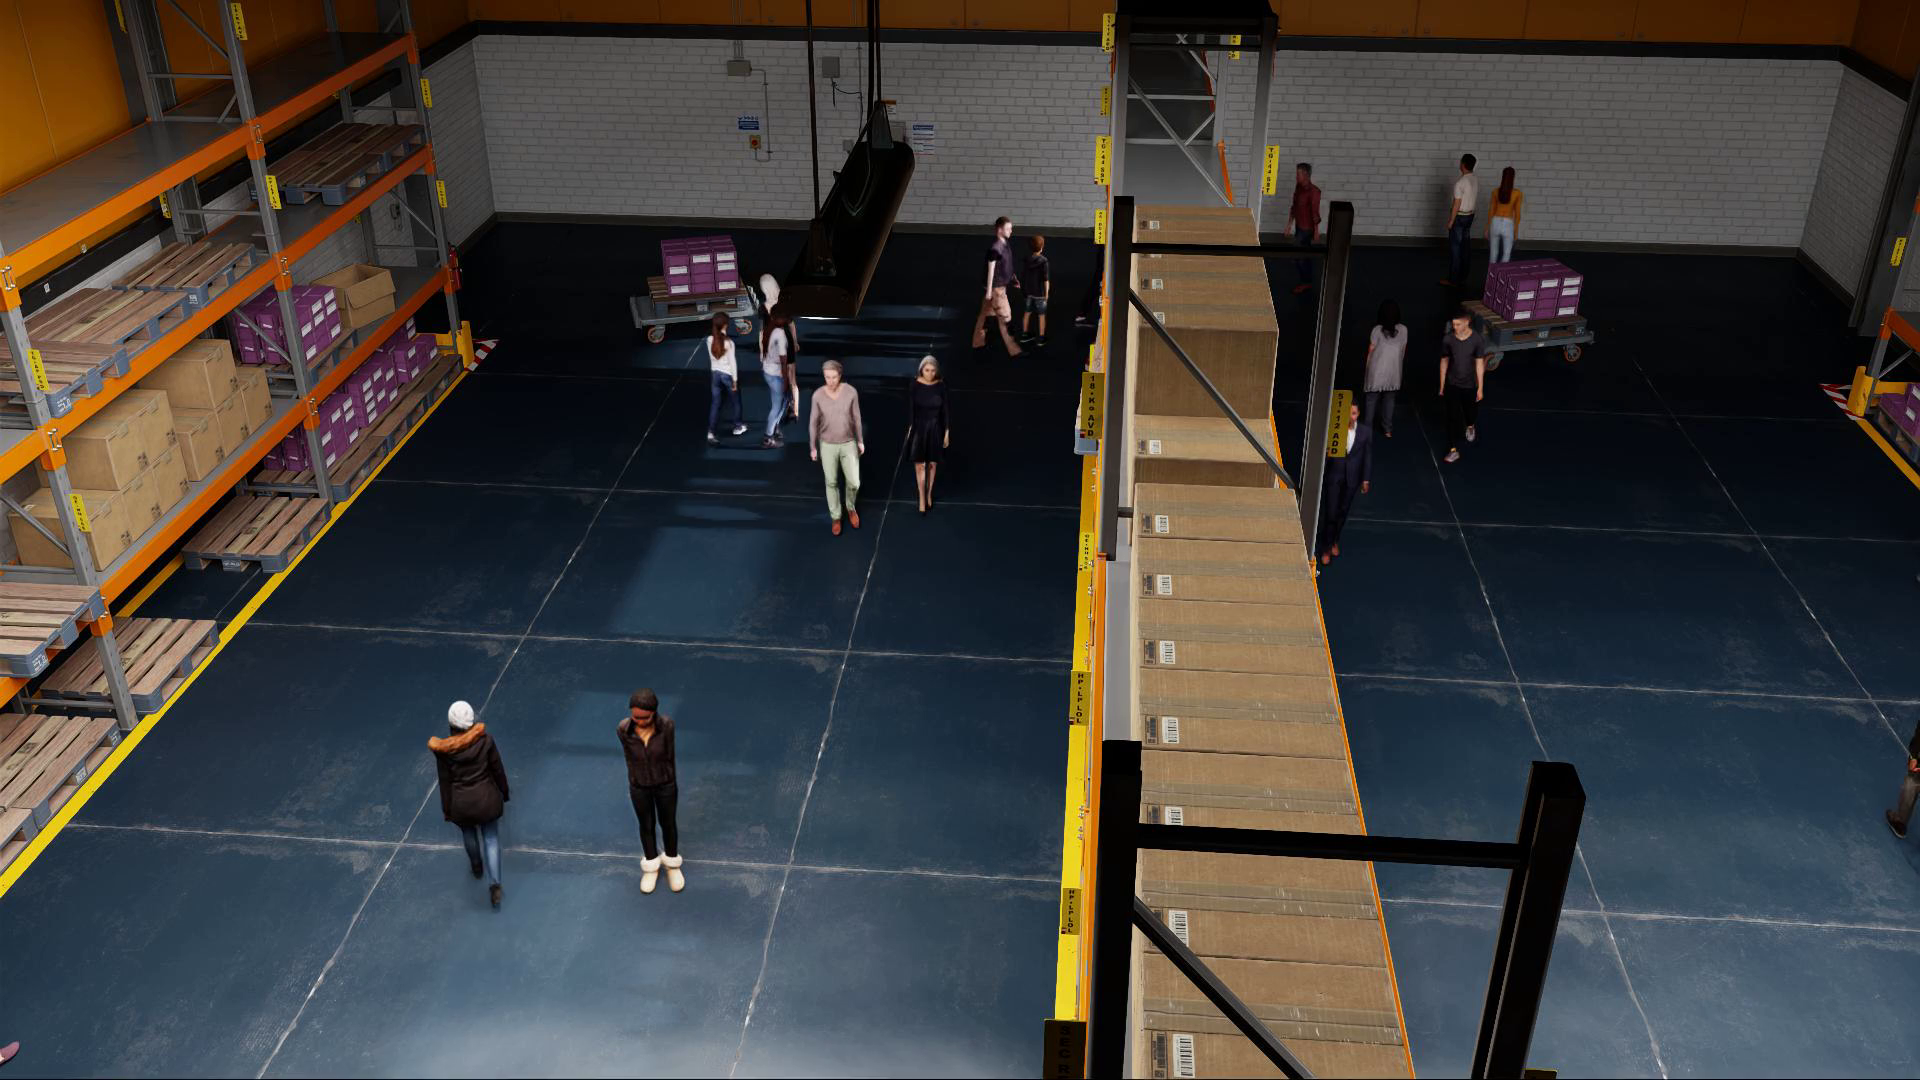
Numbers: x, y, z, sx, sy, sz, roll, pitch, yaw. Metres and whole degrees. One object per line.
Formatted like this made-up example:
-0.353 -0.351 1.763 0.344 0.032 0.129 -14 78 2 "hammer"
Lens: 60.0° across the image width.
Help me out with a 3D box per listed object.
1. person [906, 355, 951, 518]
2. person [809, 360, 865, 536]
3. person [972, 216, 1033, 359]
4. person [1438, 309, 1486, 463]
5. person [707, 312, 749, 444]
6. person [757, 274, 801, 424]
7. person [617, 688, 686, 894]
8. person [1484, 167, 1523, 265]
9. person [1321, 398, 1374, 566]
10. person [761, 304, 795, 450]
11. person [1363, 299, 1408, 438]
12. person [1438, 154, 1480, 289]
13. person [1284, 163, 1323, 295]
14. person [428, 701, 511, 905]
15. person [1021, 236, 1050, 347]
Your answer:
-0.330 -1.121 17.174 0.654 1.738 0.705 -1 29 -3 "person"
-1.239 -0.987 16.796 0.764 1.863 0.724 -3 29 -6 "person"
0.358 -3.180 20.881 0.828 1.801 1.015 4 29 7 "person"
5.550 -1.735 18.308 0.921 1.728 1.092 12 31 20 "person"
-2.688 -1.797 18.623 0.658 1.536 0.997 8 30 14 "person"
-2.039 -2.134 18.954 0.832 1.811 0.875 -10 30 -18 "person"
-2.214 1.752 11.988 0.680 1.660 0.629 2 29 4 "person"
7.449 -4.240 22.887 0.693 1.742 0.768 10 30 17 "person"
3.763 -0.642 16.326 0.628 1.709 0.722 2 29 4 "person"
-2.116 -1.807 18.474 0.788 1.696 0.719 -10 30 -18 "person"
4.785 -1.937 18.808 0.722 1.605 0.760 -7 29 -12 "person"
7.000 -4.459 23.173 0.738 1.852 0.795 -21 35 -34 "person"
4.851 -4.301 22.932 0.841 1.805 0.733 -8 30 -14 "person"
-3.432 1.875 11.808 0.865 1.616 1.007 -10 30 -17 "person"
0.920 -3.195 21.280 0.618 1.447 0.651 16 32 27 "person"
